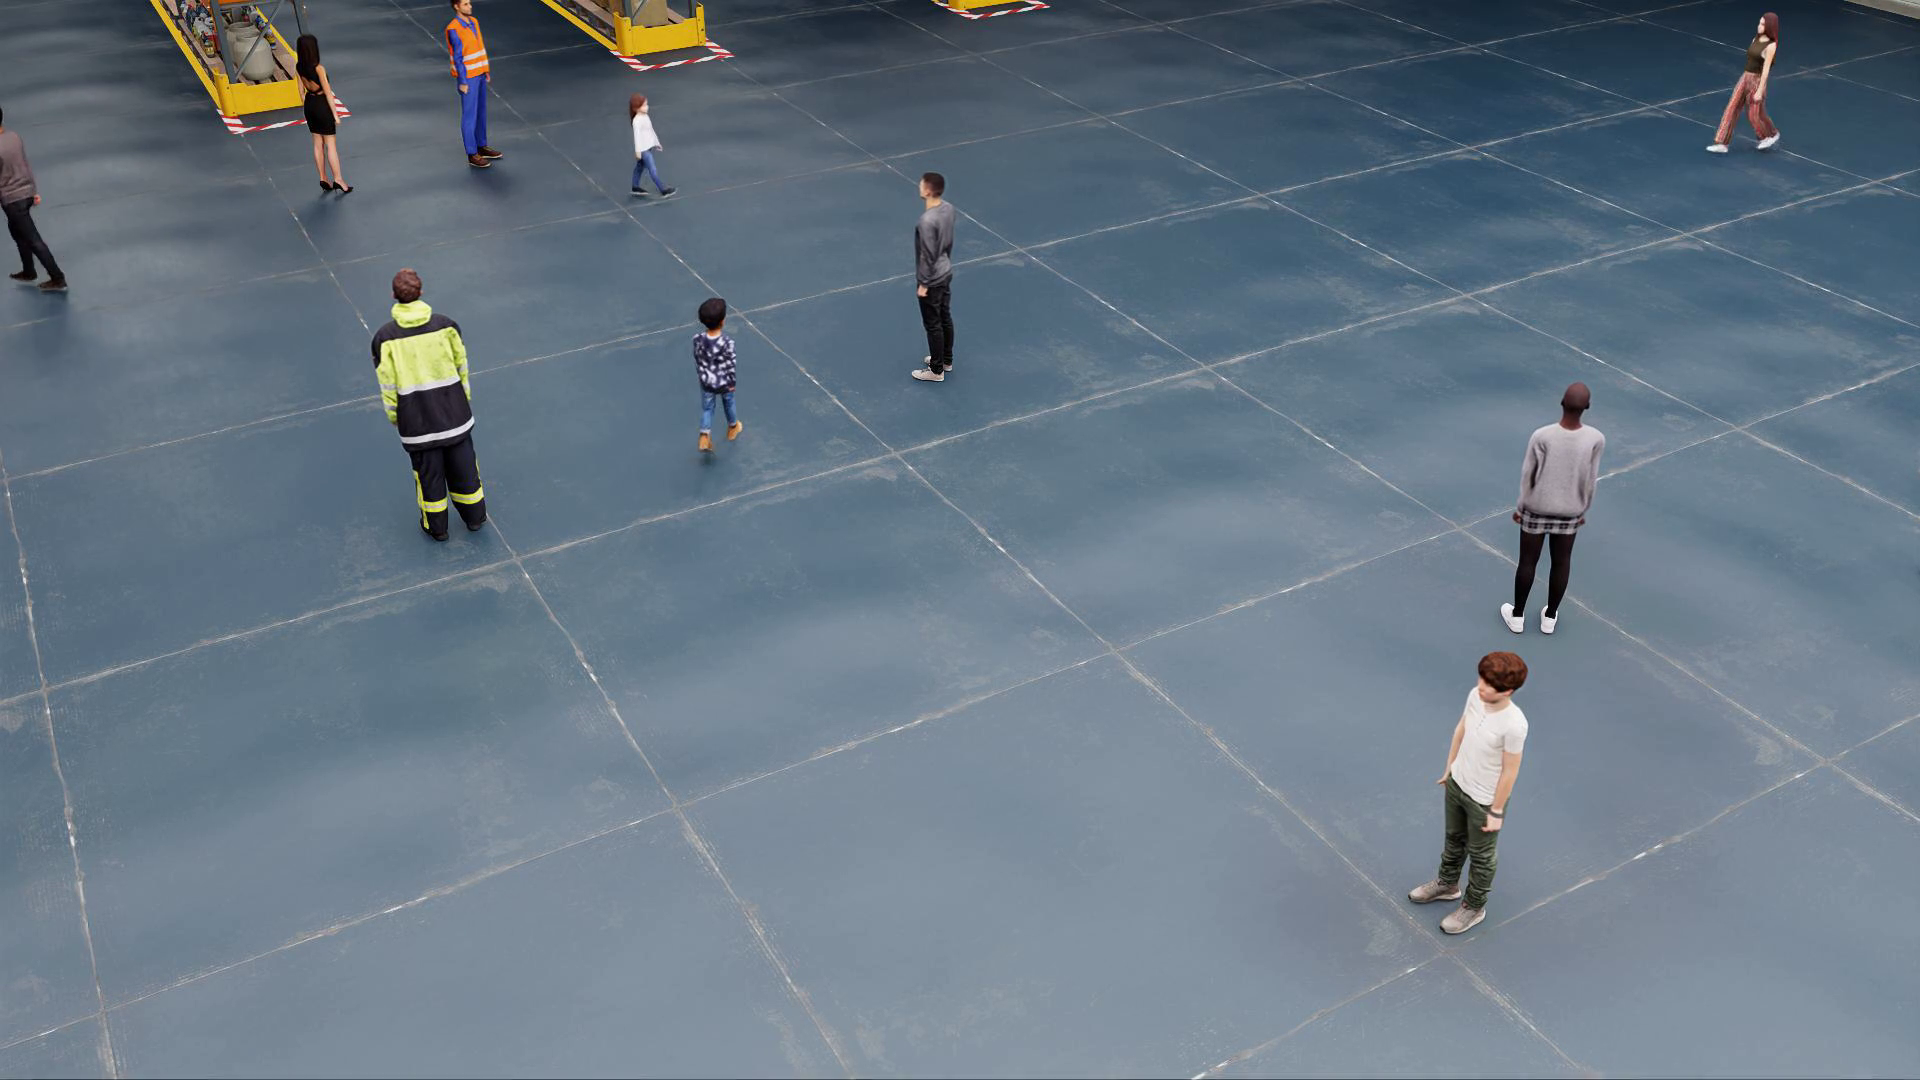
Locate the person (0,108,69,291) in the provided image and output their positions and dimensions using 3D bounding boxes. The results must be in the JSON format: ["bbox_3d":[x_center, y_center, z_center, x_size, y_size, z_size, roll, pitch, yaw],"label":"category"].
[{"bbox_3d":[-8.462,-3.078,15.059,0.969,1.746,0.936,11,34,17],"label":"person"}]

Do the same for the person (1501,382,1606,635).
[{"bbox_3d":[3.733,-0.194,10.462,0.696,1.771,0.727,4,32,6],"label":"person"}]

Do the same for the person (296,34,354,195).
[{"bbox_3d":[-6.655,-4.419,17.275,0.616,1.648,0.706,13,34,19],"label":"person"}]

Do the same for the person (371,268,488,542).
[{"bbox_3d":[-3.645,-0.928,11.429,0.754,1.983,0.614,-18,36,-26],"label":"person"}]

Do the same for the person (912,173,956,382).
[{"bbox_3d":[-0.201,-2.148,13.571,0.723,1.760,0.704,15,35,22],"label":"person"}]

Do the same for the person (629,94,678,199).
[{"bbox_3d":[-3.333,-4.091,17.285,0.771,1.084,0.747,4,33,7],"label":"person"}]

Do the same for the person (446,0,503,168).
[{"bbox_3d":[-5.293,-5.014,18.019,0.847,1.862,0.783,8,33,12],"label":"person"}]

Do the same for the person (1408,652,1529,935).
[{"bbox_3d":[2.590,1.241,8.297,0.655,1.655,0.494,-13,35,-20],"label":"person"}]

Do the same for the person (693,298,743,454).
[{"bbox_3d":[-1.878,-1.232,12.613,0.774,1.233,0.880,5,33,7],"label":"person"}]

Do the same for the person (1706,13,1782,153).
[{"bbox_3d":[8.812,-5.014,18.325,0.857,1.535,1.062,-6,33,-9],"label":"person"}]
